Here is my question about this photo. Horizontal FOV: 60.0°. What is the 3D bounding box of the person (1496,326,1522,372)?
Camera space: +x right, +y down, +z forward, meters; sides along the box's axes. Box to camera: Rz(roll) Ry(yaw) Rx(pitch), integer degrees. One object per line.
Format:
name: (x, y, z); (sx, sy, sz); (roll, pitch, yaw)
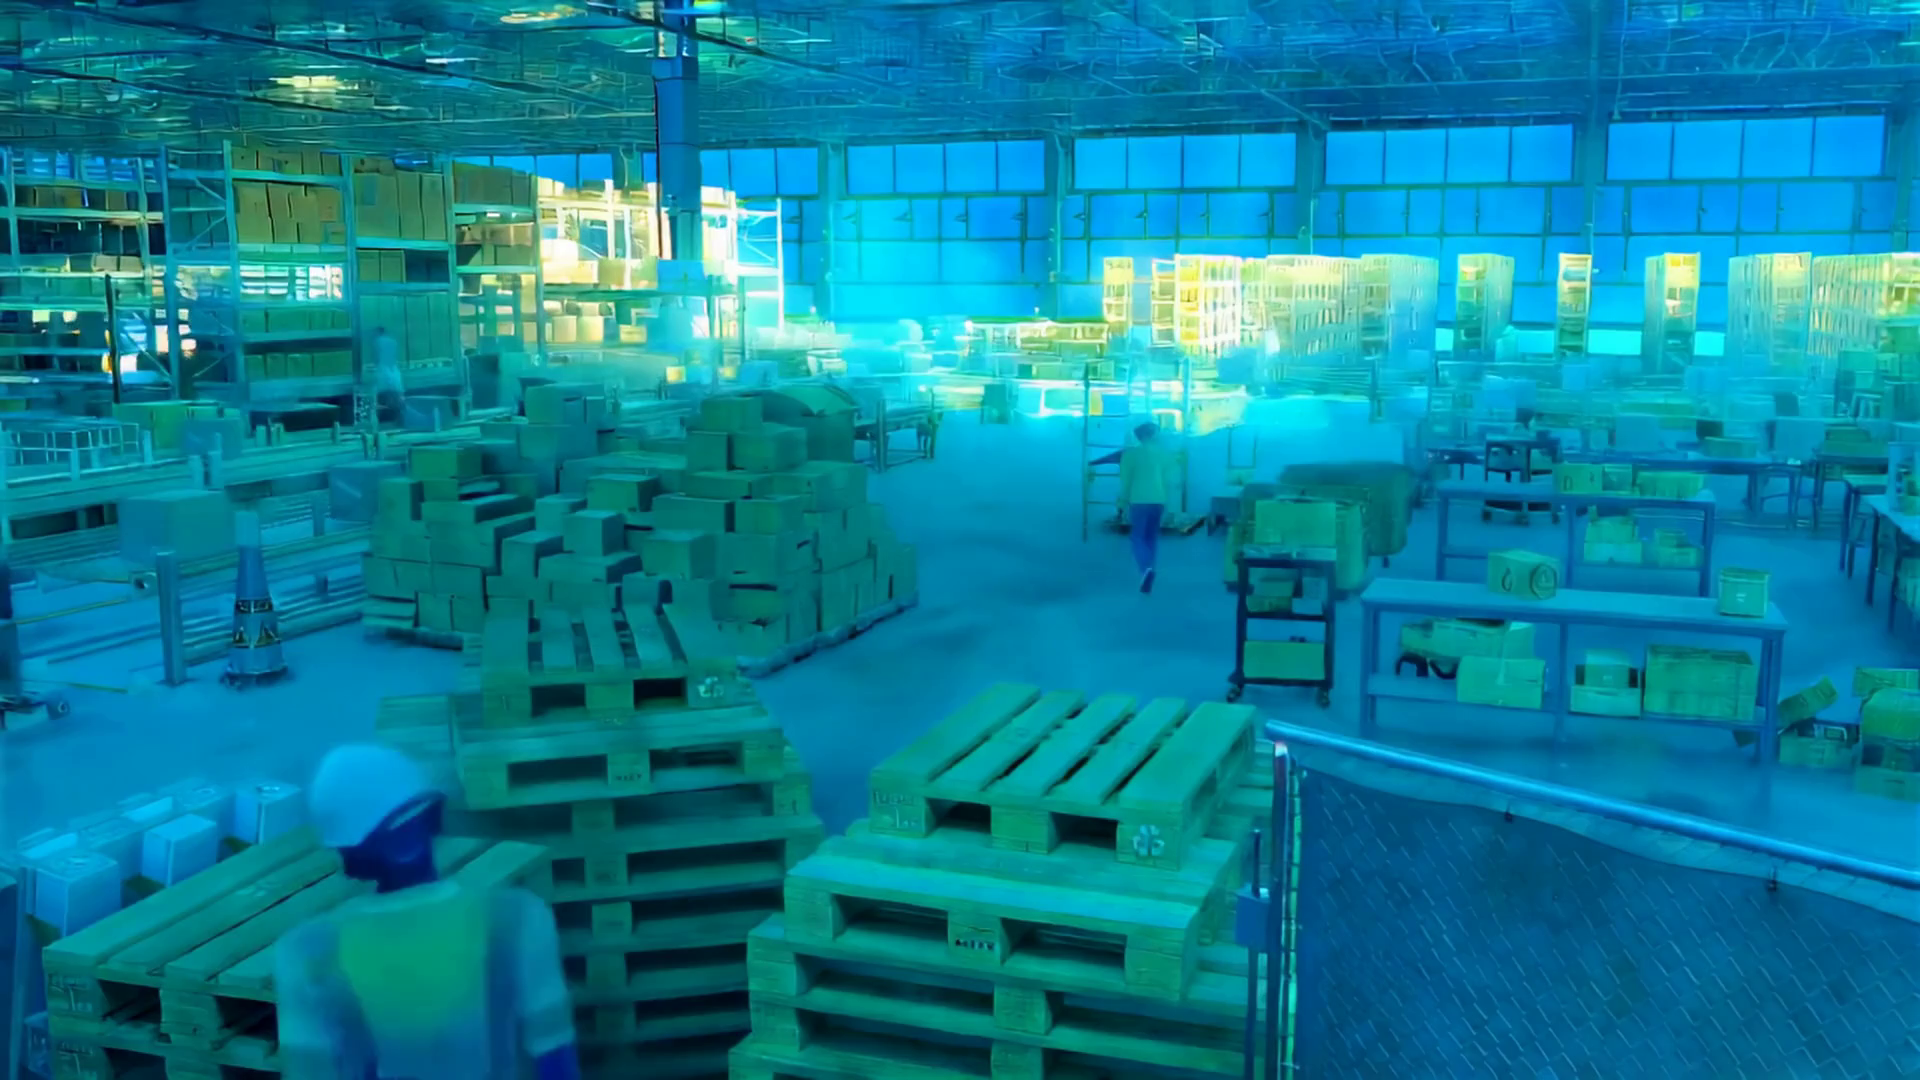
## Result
person: (12.979, -4.144, 39.386); (0.600, 1.831, 0.404); (0, 9, -1)

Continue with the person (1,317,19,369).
person: (-26.338, -5.260, 46.216); (0.564, 1.901, 0.985); (5, 10, 30)

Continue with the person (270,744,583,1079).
person: (-1.186, 1.441, 3.788); (0.650, 2.001, 0.590); (-4, 10, -23)

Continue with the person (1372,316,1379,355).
person: (13.121, -6.329, 52.651); (0.415, 1.985, 0.611); (3, 10, 20)

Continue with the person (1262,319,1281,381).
person: (8.364, -4.872, 43.864); (0.895, 1.870, 0.643); (5, 10, 27)

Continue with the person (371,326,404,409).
person: (-13.040, -3.921, 37.857); (0.664, 1.888, 0.614); (1, 9, 5)

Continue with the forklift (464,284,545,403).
forklift: (-10.832, -4.702, 39.610); (1.129, 2.768, 1.873); (3, 10, 20)

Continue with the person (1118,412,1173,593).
person: (1.782, -0.340, 15.820); (0.524, 1.733, 0.739); (-1, 9, -6)

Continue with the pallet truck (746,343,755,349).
pallet truck: (-6.183, -4.618, 44.264); (1.601, 1.201, 0.680); (-9, 12, -43)

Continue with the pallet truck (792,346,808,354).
pallet truck: (-3.705, -4.298, 42.022); (0.653, 1.274, 1.630); (3, 10, 20)

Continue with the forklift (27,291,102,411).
forklift: (-19.592, -4.241, 36.716); (1.873, 2.768, 1.129); (3, 10, 20)
